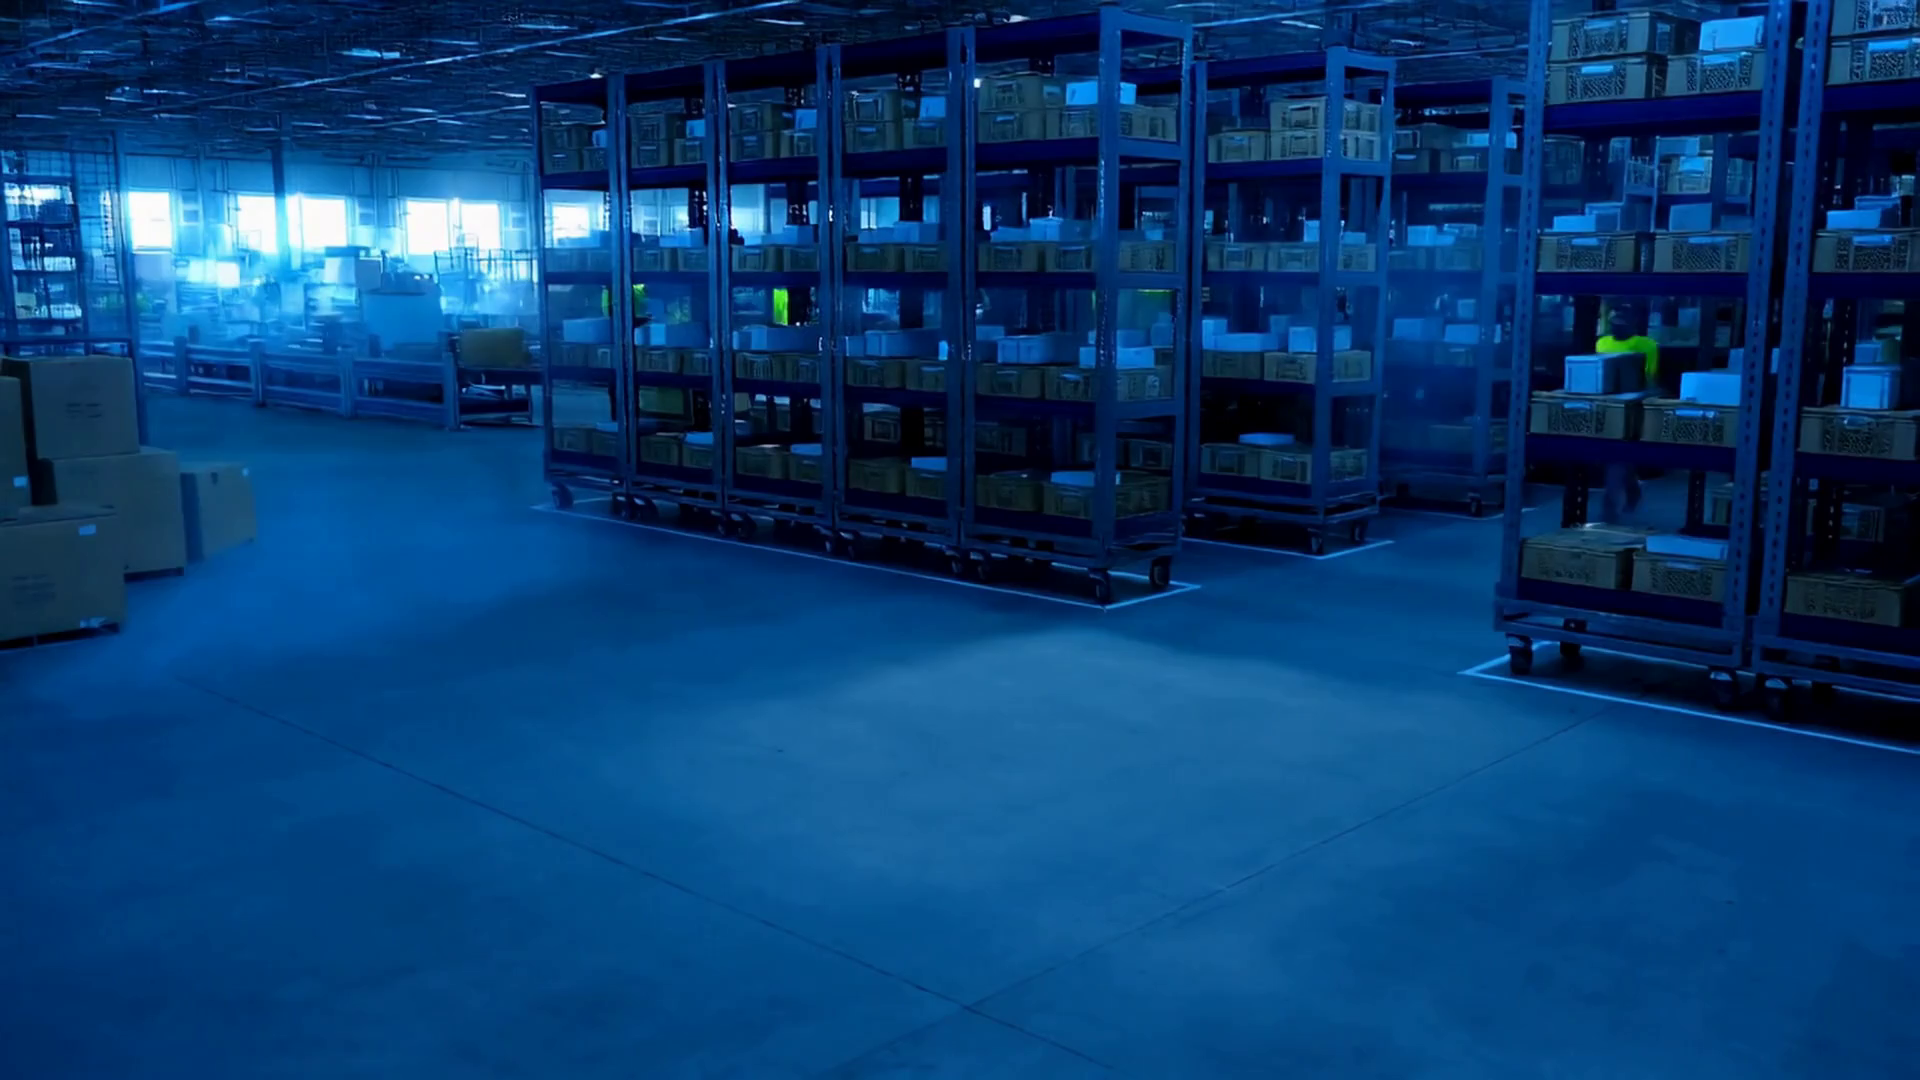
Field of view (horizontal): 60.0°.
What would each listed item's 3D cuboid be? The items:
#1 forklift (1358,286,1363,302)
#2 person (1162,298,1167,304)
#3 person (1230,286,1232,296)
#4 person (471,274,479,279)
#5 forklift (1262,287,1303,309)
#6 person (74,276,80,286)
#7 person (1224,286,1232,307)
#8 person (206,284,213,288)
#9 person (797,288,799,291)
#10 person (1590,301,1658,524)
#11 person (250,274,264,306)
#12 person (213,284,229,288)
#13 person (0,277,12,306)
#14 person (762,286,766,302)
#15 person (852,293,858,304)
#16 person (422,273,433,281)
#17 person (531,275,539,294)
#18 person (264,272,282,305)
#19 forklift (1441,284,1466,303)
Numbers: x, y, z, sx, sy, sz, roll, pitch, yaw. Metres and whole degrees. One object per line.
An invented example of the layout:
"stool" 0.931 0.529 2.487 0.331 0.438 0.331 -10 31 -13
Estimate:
"forklift" 11.100 -7.017 46.970 1.873 2.768 1.129 9 13 43
"person" 6.172 -6.783 49.294 0.910 1.635 0.538 7 12 36
"person" 8.831 -7.518 53.058 0.569 1.888 0.957 2 9 10
"person" -17.151 -8.423 58.572 0.550 1.913 0.866 7 11 36
"forklift" 10.769 -8.203 54.240 1.129 2.768 1.873 8 12 42
"person" -45.108 -12.830 85.306 0.373 1.997 0.616 4 10 25
"person" 6.128 -5.059 38.412 0.541 1.743 0.676 6 11 32
"person" -36.742 -12.169 81.617 0.443 1.917 0.612 3 10 15
"person" -7.233 -10.921 74.868 0.514 1.579 0.926 -3 10 -20
"person" 5.464 -1.054 13.696 0.848 1.818 0.577 -7 11 -35
"person" -25.316 -8.644 60.014 0.586 1.887 0.957 5 11 29
"person" -26.518 -8.629 59.762 0.542 1.930 0.374 -3 10 -15
"person" -33.239 -8.301 58.016 0.516 1.850 0.783 -7 11 -36
"person" -5.700 -6.758 49.192 0.278 1.633 0.498 -5 10 -26
"person" -4.407 -9.830 67.967 0.622 1.653 0.549 6 11 33
"person" -25.943 -12.050 81.005 0.635 1.842 0.429 0 9 0
"person" -16.393 -9.378 64.692 0.520 1.814 0.953 -3 10 -17
"person" -22.090 -7.613 53.437 0.603 1.959 0.375 2 9 12
"forklift" 14.001 -7.052 47.184 1.873 2.768 1.129 9 13 43
